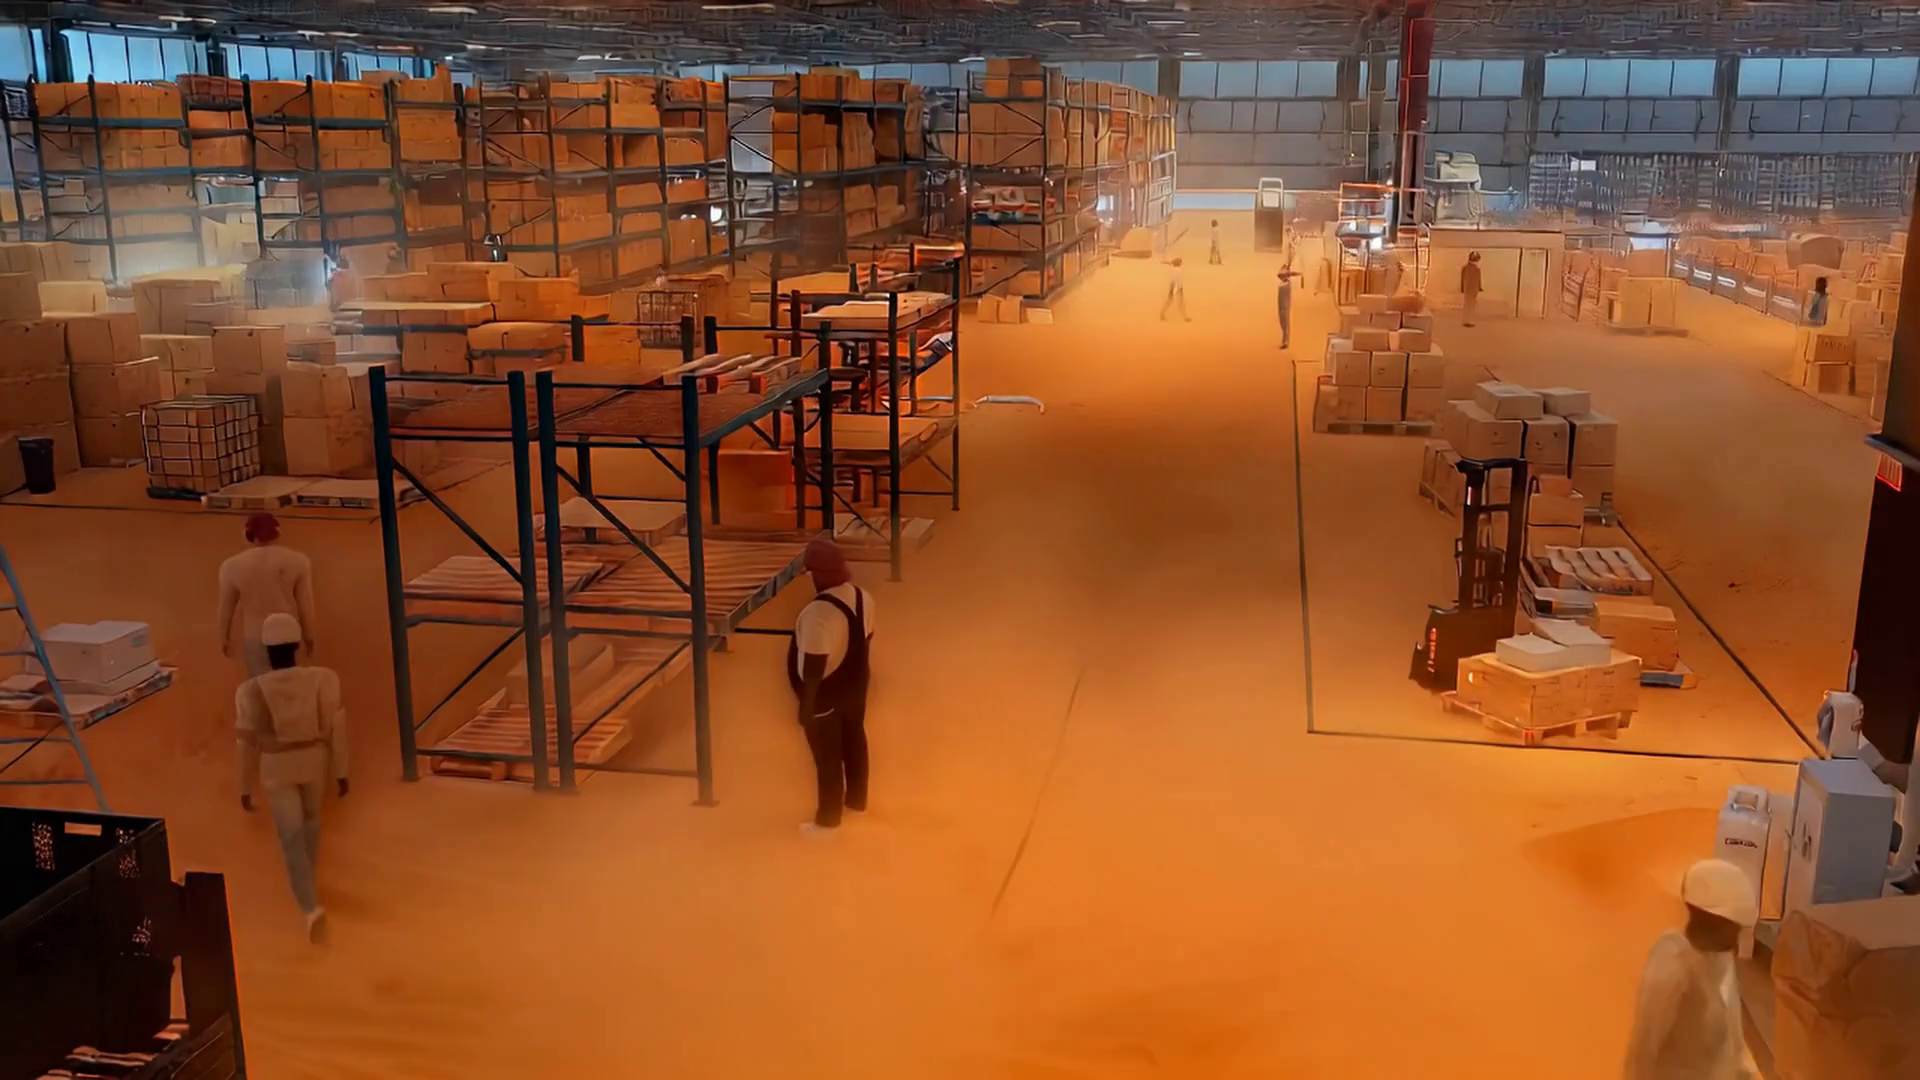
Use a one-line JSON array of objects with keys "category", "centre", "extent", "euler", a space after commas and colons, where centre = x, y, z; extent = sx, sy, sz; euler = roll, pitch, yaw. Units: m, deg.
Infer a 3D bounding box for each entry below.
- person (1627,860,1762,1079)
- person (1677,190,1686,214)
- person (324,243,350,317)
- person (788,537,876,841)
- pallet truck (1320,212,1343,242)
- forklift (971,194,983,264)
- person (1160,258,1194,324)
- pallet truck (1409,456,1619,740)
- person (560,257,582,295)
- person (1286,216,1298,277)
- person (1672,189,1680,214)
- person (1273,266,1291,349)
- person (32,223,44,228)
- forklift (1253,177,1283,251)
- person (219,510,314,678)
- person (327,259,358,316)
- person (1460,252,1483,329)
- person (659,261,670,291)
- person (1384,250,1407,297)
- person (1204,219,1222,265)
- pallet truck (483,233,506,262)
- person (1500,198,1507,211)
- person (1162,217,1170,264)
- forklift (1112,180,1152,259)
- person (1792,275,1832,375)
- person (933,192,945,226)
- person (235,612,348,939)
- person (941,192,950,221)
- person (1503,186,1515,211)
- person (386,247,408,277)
[{"category": "person", "centre": [2.933, 2.147, 6.512], "extent": [0.940, 1.882, 0.604], "euler": [13, 19, 42]}, {"category": "person", "centre": [34.523, -15.934, 79.814], "extent": [0.963, 1.959, 0.631], "euler": [-2, 14, -10]}, {"category": "person", "centre": [-15.399, -6.403, 41.203], "extent": [0.587, 1.911, 0.397], "euler": [-7, 16, -28]}, {"category": "person", "centre": [-0.883, 0.966, 11.008], "extent": [0.536, 2.000, 0.678], "euler": [9, 16, 31]}, {"category": "pallet truck", "centre": [15.874, -13.227, 70.310], "extent": [0.680, 1.201, 1.601], "euler": [10, 17, 35]}, {"category": "forklift", "centre": [1.018, -10.608, 56.271], "extent": [1.129, 2.768, 1.873], "euler": [3, 14, 10]}, {"category": "person", "centre": [5.255, -6.055, 40.430], "extent": [0.858, 1.592, 0.532], "euler": [5, 15, 18]}, {"category": "pallet truck", "centre": [4.504, 0.400, 13.395], "extent": [0.823, 1.965, 1.885], "euler": [-6, 15, -23]}, {"category": "person", "centre": [-9.419, -6.041, 40.306], "extent": [0.524, 1.631, 0.320], "euler": [0, 14, 1]}, {"category": "person", "centre": [10.650, -9.422, 53.388], "extent": [0.346, 1.942, 0.546], "euler": [8, 16, 29]}, {"category": "person", "centre": [36.122, -16.893, 83.971], "extent": [0.563, 1.828, 0.564], "euler": [2, 14, 8]}, {"category": "person", "centre": [6.961, -5.013, 35.856], "extent": [0.326, 1.765, 0.533], "euler": [-2, 14, -7]}, {"category": "person", "centre": [-33.614, -11.225, 60.807], "extent": [0.660, 1.890, 0.640], "euler": [10, 17, 36]}, {"category": "forklift", "centre": [12.083, -12.747, 64.956], "extent": [1.129, 2.768, 1.873], "euler": [3, 14, 10]}, {"category": "person", "centre": [-5.112, 0.717, 12.335], "extent": [0.647, 1.896, 1.012], "euler": [-9, 16, -32]}, {"category": "person", "centre": [-13.364, -5.153, 36.165], "extent": [0.989, 1.905, 0.635], "euler": [10, 17, 35]}, {"category": "person", "centre": [12.164, -5.880, 39.276], "extent": [0.620, 1.805, 0.676], "euler": [-10, 17, -36]}, {"category": "person", "centre": [-6.868, -5.634, 38.582], "extent": [0.824, 1.662, 0.533], "euler": [1, 14, 2]}, {"category": "person", "centre": [10.025, -5.815, 38.833], "extent": [0.720, 1.903, 0.558], "euler": [2, 14, 7]}, {"category": "person", "centre": [8.816, -10.378, 57.961], "extent": [0.769, 1.594, 0.519], "euler": [6, 15, 22]}, {"category": "pallet truck", "centre": [-11.832, -7.026, 43.548], "extent": [1.885, 1.965, 0.823], "euler": [8, 16, 28]}, {"category": "person", "centre": [23.418, -13.876, 71.862], "extent": [0.402, 1.751, 0.543], "euler": [4, 15, 17]}, {"category": "person", "centre": [7.287, -10.580, 58.717], "extent": [0.282, 1.636, 0.500], "euler": [0, 14, 0]}, {"category": "forklift", "centre": [6.082, -11.722, 60.796], "extent": [1.873, 2.768, 1.129], "euler": [2, 14, 9]}, {"category": "person", "centre": [16.487, -4.079, 31.716], "extent": [0.845, 1.936, 0.633], "euler": [4, 14, 14]}, {"category": "person", "centre": [-1.008, -16.351, 81.813], "extent": [0.650, 1.811, 0.926], "euler": [4, 14, 14]}, {"category": "person", "centre": [-3.880, 1.357, 9.727], "extent": [0.594, 1.899, 0.898], "euler": [-10, 17, -36]}, {"category": "person", "centre": [-0.806, -17.626, 87.006], "extent": [0.608, 1.781, 0.912], "euler": [1, 14, 5]}, {"category": "person", "centre": [28.367, -17.407, 86.088], "extent": [0.631, 1.801, 0.431], "euler": [2, 14, 8]}, {"category": "person", "centre": [-12.967, -5.728, 38.281], "extent": [0.623, 1.992, 0.396], "euler": [7, 16, 28]}]
